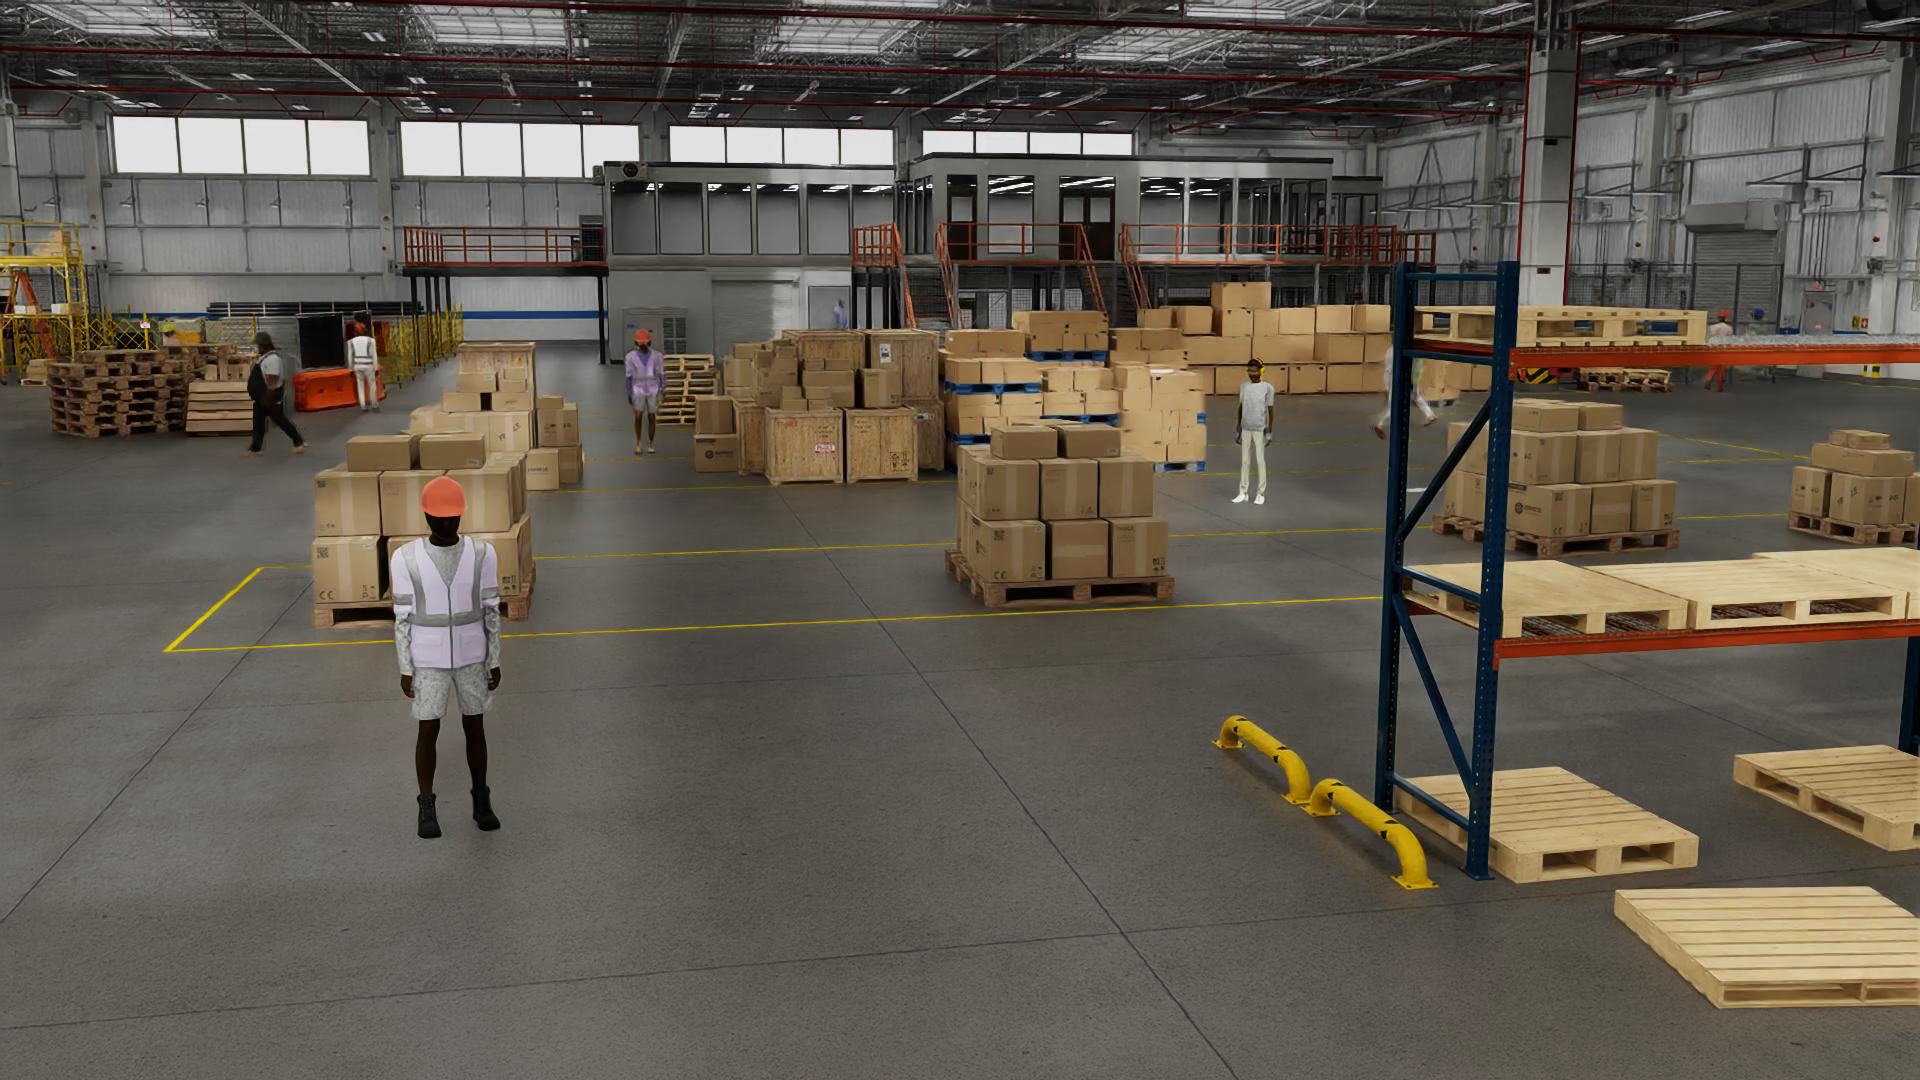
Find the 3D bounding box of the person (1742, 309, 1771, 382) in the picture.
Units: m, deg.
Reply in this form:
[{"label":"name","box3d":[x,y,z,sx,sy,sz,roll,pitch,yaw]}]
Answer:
[{"label":"person","box3d":[20.980,-5.094,43.594,0.855,1.913,0.616,3,10,17]}]

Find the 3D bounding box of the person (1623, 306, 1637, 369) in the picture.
[{"label":"person","box3d":[18.697,-5.606,46.698,0.542,1.925,0.465,-9,13,-43]}]

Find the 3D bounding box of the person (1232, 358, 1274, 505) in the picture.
[{"label":"person","box3d":[3.725,-1.380,21.132,0.508,1.865,0.329,6,11,34]}]

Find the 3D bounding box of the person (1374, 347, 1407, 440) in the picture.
[{"label":"person","box3d":[7.431,-2.603,28.392,0.505,1.926,0.649,8,13,42]}]

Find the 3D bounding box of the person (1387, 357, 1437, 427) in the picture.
[{"label":"person","box3d":[8.546,-3.027,31.342,0.906,1.813,0.627,6,11,34]}]

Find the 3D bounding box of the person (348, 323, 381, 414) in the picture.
[{"label":"person","box3d":[-12.244,-3.534,34.229,0.610,1.866,0.730,-1,9,-3]}]

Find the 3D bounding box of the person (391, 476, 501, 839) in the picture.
[{"label":"person","box3d":[-2.686,0.619,8.768,0.542,1.928,0.399,-4,10,-24]}]

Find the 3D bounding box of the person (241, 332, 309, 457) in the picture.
[{"label":"person","box3d":[-10.937,-2.346,26.474,0.962,2.000,0.688,-8,12,-39]}]

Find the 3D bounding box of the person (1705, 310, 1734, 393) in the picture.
[{"label":"person","box3d":[18.263,-4.523,39.925,0.455,1.983,0.619,-5,11,-28]}]

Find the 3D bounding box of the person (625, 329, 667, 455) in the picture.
[{"label":"person","box3d":[-5.019,-2.355,26.628,0.635,2.013,0.815,-2,10,-12]}]

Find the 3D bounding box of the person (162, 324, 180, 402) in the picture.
[{"label":"person","box3d":[-17.558,-3.917,36.891,0.554,1.750,0.489,5,10,26]}]
